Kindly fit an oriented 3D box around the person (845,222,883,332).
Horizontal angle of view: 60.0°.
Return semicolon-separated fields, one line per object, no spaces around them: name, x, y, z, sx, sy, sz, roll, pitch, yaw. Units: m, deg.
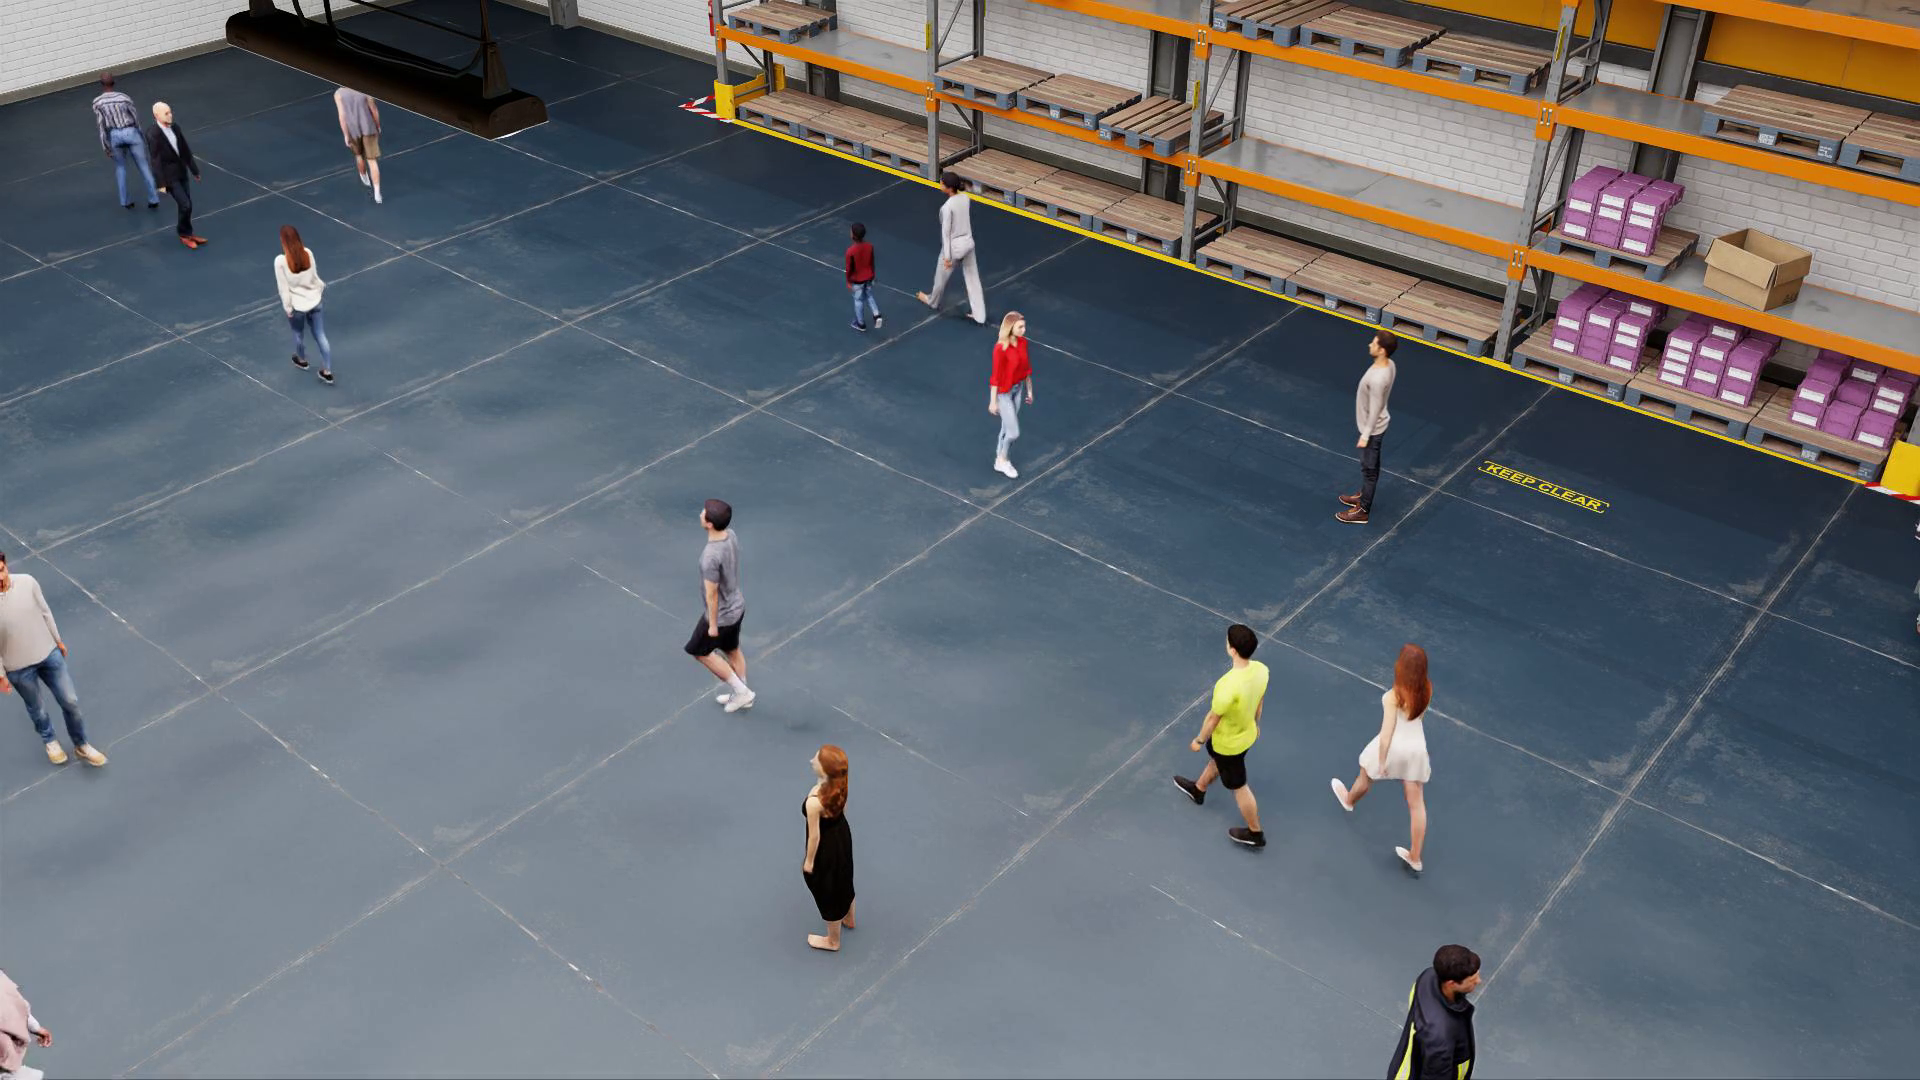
person;-1.033;-2.821;18.003;0.565;1.246;0.667;-23;40;-30

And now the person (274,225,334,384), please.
person;-6.634;-2.370;16.949;0.683;1.662;0.938;-29;43;-36

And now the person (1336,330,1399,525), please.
person;3.650;-1.007;14.712;0.695;1.868;0.727;11;35;16

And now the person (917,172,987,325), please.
person;0.042;-3.127;18.068;1.123;1.684;0.725;28;43;35

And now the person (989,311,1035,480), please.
person;0.391;-1.370;15.415;0.558;1.695;0.622;25;41;32

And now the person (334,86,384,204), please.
person;-7.599;-5.152;21.180;1.046;1.795;1.264;-10;35;-15

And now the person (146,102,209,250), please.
person;-9.428;-4.346;19.810;0.785;1.786;0.809;7;34;10

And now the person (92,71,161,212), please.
person;-10.330;-4.933;20.700;0.772;1.777;0.803;-16;37;-22

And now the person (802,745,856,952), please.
person;-0.817;1.934;10.507;0.637;1.625;0.614;16;37;23

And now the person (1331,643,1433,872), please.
person;3.012;1.475;11.166;0.959;1.660;1.213;-11;35;-16

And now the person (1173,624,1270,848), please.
person;1.926;1.366;11.324;1.052;1.667;0.625;25;41;33

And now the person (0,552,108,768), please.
person;-6.737;0.812;11.963;0.805;1.882;0.693;27;42;34

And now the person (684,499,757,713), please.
person;-1.684;0.530;12.406;0.844;1.862;0.805;9;35;13

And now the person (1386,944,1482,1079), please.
person;2.475;2.848;8.858;0.860;1.928;0.882;7;34;10
